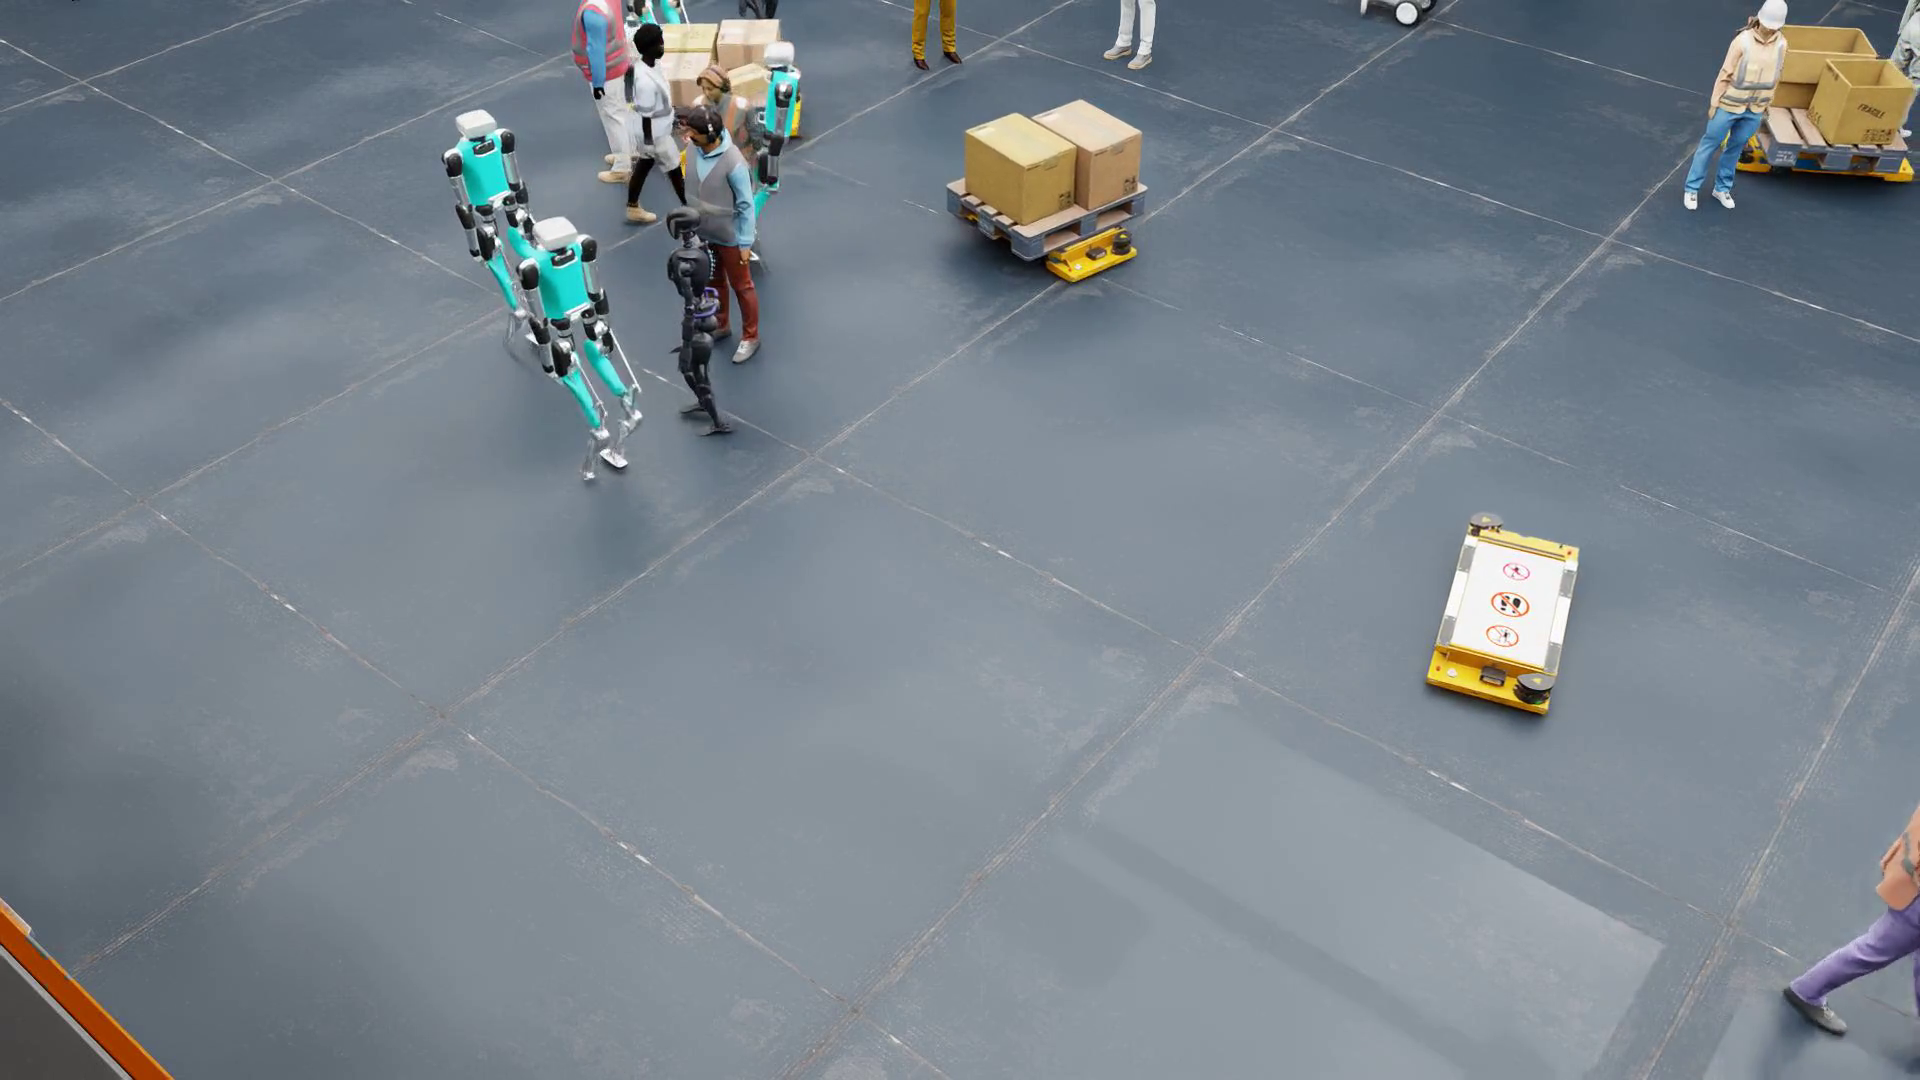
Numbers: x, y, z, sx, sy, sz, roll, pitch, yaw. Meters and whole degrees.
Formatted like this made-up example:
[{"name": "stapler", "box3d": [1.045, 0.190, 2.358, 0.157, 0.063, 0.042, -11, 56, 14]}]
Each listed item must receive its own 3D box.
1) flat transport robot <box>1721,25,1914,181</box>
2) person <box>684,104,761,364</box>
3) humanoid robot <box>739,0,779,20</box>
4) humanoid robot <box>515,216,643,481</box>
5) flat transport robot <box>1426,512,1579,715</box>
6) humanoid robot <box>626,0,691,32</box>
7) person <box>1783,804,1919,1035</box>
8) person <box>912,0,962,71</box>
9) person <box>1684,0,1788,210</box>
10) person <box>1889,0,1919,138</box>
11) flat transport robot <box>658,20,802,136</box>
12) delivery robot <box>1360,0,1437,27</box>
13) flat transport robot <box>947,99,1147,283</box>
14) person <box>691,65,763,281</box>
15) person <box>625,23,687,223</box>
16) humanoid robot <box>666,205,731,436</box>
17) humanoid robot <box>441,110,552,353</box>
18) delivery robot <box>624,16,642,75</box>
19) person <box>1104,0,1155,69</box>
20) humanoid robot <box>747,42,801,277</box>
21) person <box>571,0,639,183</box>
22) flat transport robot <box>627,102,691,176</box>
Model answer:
[{"name": "flat transport robot", "box3d": [7.160, -3.285, 13.942, 1.431, 0.231, 0.659, 6, 41, 6]}, {"name": "person", "box3d": [-1.612, -2.092, 11.296, 0.543, 1.876, 0.408, 25, 46, 26]}, {"name": "humanoid robot", "box3d": [-1.729, -4.968, 14.871, 0.608, 1.622, 0.782, -25, 46, -26]}, {"name": "humanoid robot", "box3d": [-2.242, -1.096, 10.224, 0.698, 1.784, 0.533, 32, 50, 32]}, {"name": "flat transport robot", "box3d": [3.160, 0.397, 9.611, 0.659, 0.231, 1.431, 15, 43, 17]}, {"name": "humanoid robot", "box3d": [-2.570, -4.603, 14.313, 0.534, 1.735, 0.677, -20, 44, -22]}, {"name": "person", "box3d": [4.205, 1.548, 7.088, 0.863, 1.781, 0.560, 19, 44, 21]}, {"name": "person", "box3d": [-0.210, -5.098, 14.936, 0.527, 1.749, 0.342, -18, 43, -20]}, {"name": "person", "box3d": [6.075, -3.392, 12.945, 0.491, 1.722, 0.378, -2, 40, -2]}, {"name": "person", "box3d": [8.064, -4.189, 13.879, 0.320, 1.729, 0.489, -20, 44, -22]}, {"name": "flat transport robot", "box3d": [-2.116, -3.738, 14.476, 1.431, 0.231, 0.659, 0, 40, 0]}, {"name": "delivery robot", "box3d": [4.257, -5.341, 16.154, 0.785, 0.613, 0.519, 22, 45, 24]}, {"name": "flat transport robot", "box3d": [0.662, -2.469, 12.982, 0.659, 0.231, 1.431, -27, 47, -28]}, {"name": "person", "box3d": [-1.721, -2.714, 12.233, 0.533, 1.595, 0.777, 15, 43, 17]}, {"name": "person", "box3d": [-2.277, -3.150, 12.713, 0.825, 1.654, 0.543, -5, 41, -5]}, {"name": "humanoid robot", "box3d": [-1.710, -1.370, 10.601, 0.363, 1.656, 0.609, -2, 40, -2]}, {"name": "humanoid robot", "box3d": [-2.992, -1.971, 11.301, 0.752, 1.819, 0.535, 30, 49, 30]}, {"name": "delivery robot", "box3d": [-2.962, -4.452, 15.108, 0.814, 0.612, 0.499, 0, 40, 0]}, {"name": "person", "box3d": [1.595, -5.194, 14.942, 0.348, 1.882, 0.582, -31, 49, -31]}, {"name": "humanoid robot", "box3d": [-1.547, -2.746, 12.210, 0.848, 1.810, 0.548, -2, 40, -3]}, {"name": "person", "box3d": [-2.858, -3.771, 13.313, 0.431, 1.835, 0.628, 0, 40, 0]}, {"name": "flat transport robot", "box3d": [-2.428, -3.460, 14.149, 0.659, 0.231, 1.431, -25, 46, -27]}]
